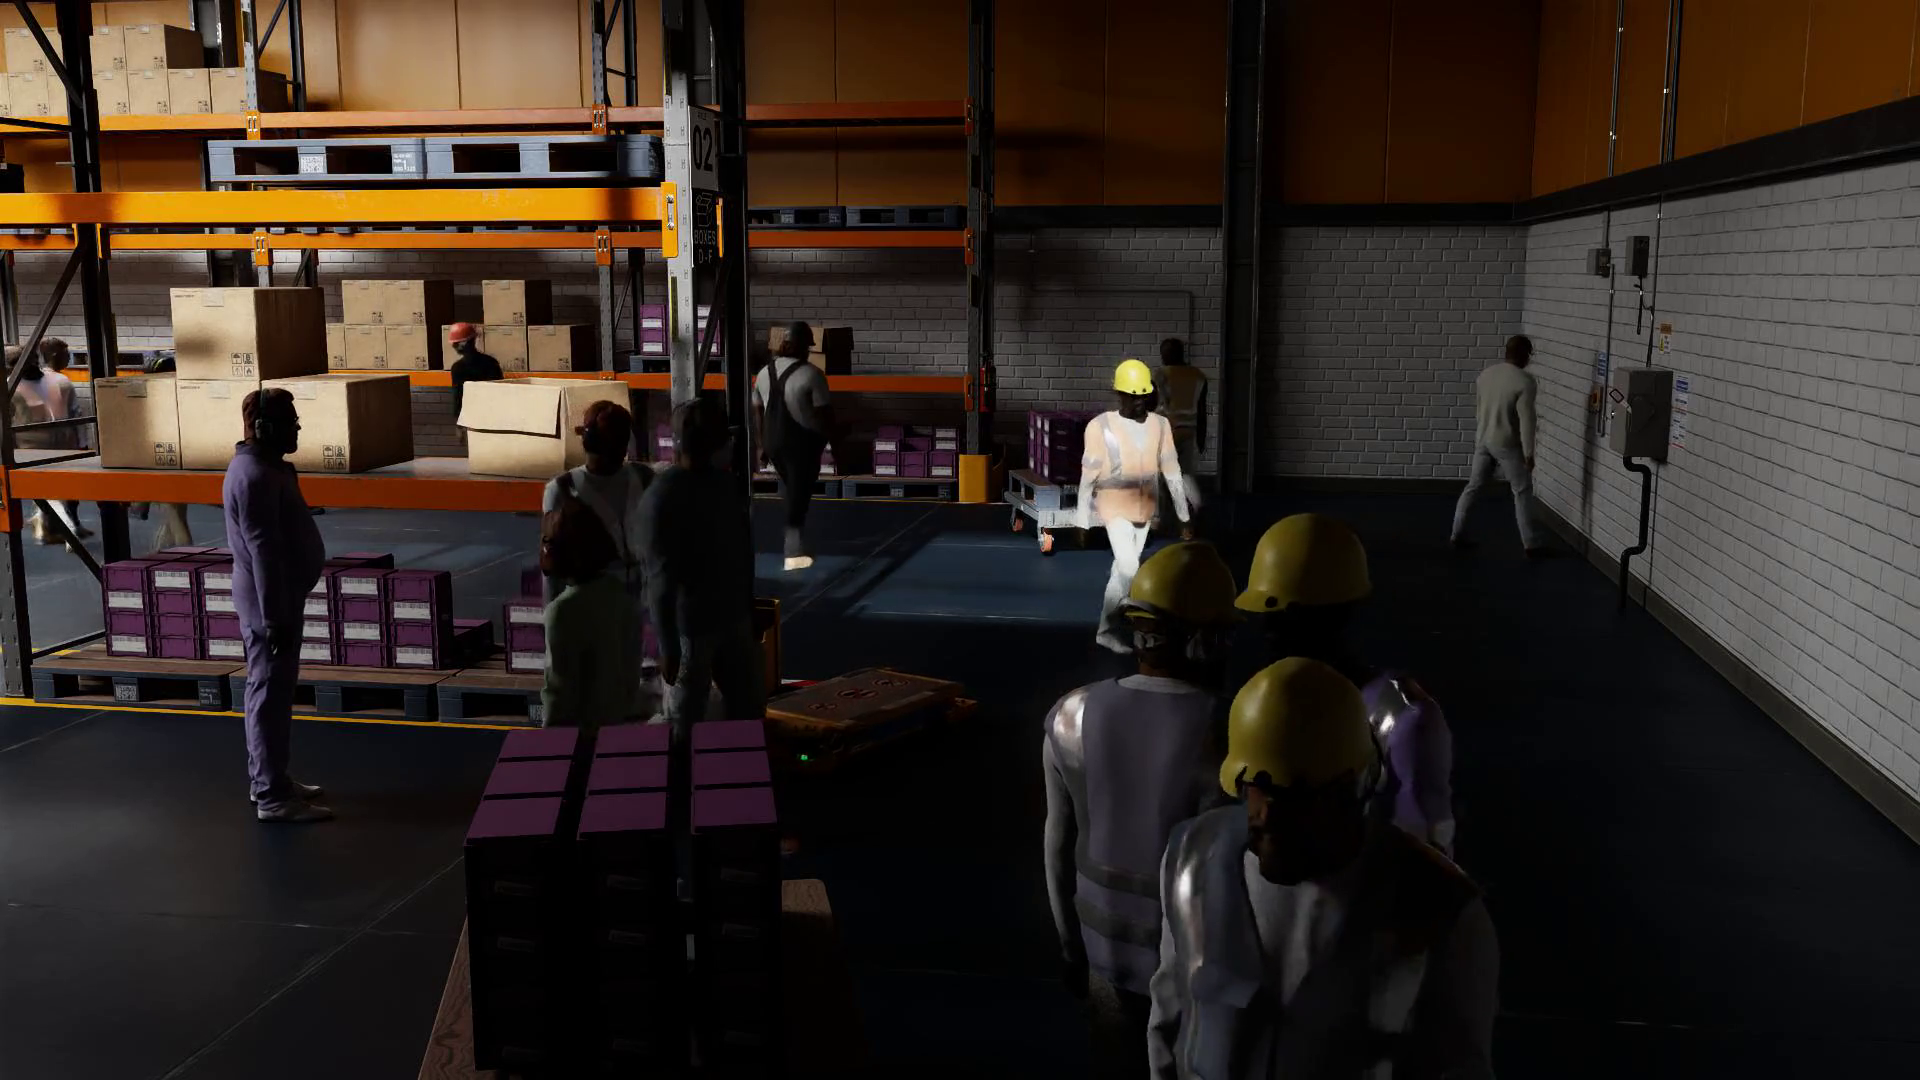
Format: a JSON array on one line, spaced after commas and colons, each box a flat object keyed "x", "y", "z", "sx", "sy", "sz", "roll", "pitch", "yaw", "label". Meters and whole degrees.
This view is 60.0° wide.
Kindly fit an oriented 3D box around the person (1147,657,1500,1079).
[{"x": 0.572, "y": 1.071, "z": 2.752, "sx": 0.622, "sy": 1.803, "sz": 0.532, "roll": 5, "pitch": 10, "yaw": 28, "label": "person"}]

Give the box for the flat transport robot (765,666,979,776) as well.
[{"x": -0.568, "y": 0.901, "z": 8.566, "sx": 0.652, "sy": 0.197, "sz": 1.431, "roll": 6, "pitch": 11, "yaw": 34, "label": "flat transport robot"}]

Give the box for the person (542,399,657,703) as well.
[{"x": -1.636, "y": 0.283, "z": 7.529, "sx": 0.843, "sy": 1.866, "sz": 0.611, "roll": 9, "pitch": 13, "yaw": 44, "label": "person"}]

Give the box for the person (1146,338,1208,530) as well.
[{"x": 1.981, "y": -0.960, "z": 15.347, "sx": 0.635, "sy": 1.812, "sz": 0.675, "roll": -4, "pitch": 10, "yaw": -22, "label": "person"}]

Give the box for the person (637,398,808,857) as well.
[{"x": -1.104, "y": 0.360, "z": 6.894, "sx": 0.909, "sy": 1.910, "sz": 0.636, "roll": 5, "pitch": 11, "yaw": 30, "label": "person"}]

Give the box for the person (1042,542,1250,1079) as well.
[{"x": 0.475, "y": 0.913, "z": 3.688, "sx": 0.587, "sy": 1.825, "sz": 0.404, "roll": 6, "pitch": 11, "yaw": 35, "label": "person"}]

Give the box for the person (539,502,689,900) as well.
[{"x": -1.270, "y": 0.670, "z": 5.813, "sx": 0.482, "sy": 1.618, "sz": 0.512, "roll": 2, "pitch": 9, "yaw": 14, "label": "person"}]

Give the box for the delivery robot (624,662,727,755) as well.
[{"x": -1.480, "y": 0.822, "z": 7.893, "sx": 0.707, "sy": 0.478, "sz": 0.477, "roll": -3, "pitch": 10, "yaw": -21, "label": "delivery robot"}]

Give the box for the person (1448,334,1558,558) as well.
[{"x": 4.681, "y": -0.796, "z": 14.154, "sx": 0.572, "sy": 1.891, "sz": 0.790, "roll": -5, "pitch": 10, "yaw": -28, "label": "person"}]

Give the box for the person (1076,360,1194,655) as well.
[{"x": 1.096, "y": -0.161, "z": 10.167, "sx": 0.664, "sy": 1.871, "sz": 0.956, "roll": -5, "pitch": 11, "yaw": -30, "label": "person"}]

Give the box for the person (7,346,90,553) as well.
[{"x": -7.905, "y": -0.788, "z": 14.378, "sx": 0.811, "sy": 1.785, "sz": 0.628, "roll": 7, "pitch": 11, "yaw": 37, "label": "person"}]

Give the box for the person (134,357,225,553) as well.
[{"x": -5.363, "y": -0.342, "z": 11.503, "sx": 0.961, "sy": 1.810, "sz": 0.538, "roll": 3, "pitch": 10, "yaw": 20, "label": "person"}]

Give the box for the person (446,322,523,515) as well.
[{"x": -4.696, "y": -1.197, "z": 16.504, "sx": 0.988, "sy": 1.928, "sz": 0.657, "roll": 3, "pitch": 10, "yaw": 20, "label": "person"}]

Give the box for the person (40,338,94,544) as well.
[{"x": -7.983, "y": -0.882, "z": 14.830, "sx": 0.555, "sy": 1.817, "sz": 0.640, "roll": 9, "pitch": 13, "yaw": 44, "label": "person"}]

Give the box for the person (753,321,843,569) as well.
[{"x": -1.285, "y": -0.800, "z": 13.650, "sx": 0.704, "sy": 2.000, "sz": 0.725, "roll": 7, "pitch": 12, "yaw": 38, "label": "person"}]

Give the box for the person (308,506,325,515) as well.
[{"x": -6.552, "y": -1.210, "z": 16.511, "sx": 0.356, "sy": 1.936, "sz": 0.551, "roll": -5, "pitch": 10, "yaw": -29, "label": "person"}]

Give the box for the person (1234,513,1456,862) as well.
[{"x": 0.839, "y": 0.883, "z": 3.580, "sx": 0.572, "sy": 1.915, "sz": 0.624, "roll": -5, "pitch": 11, "yaw": -30, "label": "person"}]

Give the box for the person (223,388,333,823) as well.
[{"x": -3.006, "y": 0.282, "z": 7.351, "sx": 0.400, "sy": 1.907, "sz": 0.645, "roll": -4, "pitch": 10, "yaw": -24, "label": "person"}]
